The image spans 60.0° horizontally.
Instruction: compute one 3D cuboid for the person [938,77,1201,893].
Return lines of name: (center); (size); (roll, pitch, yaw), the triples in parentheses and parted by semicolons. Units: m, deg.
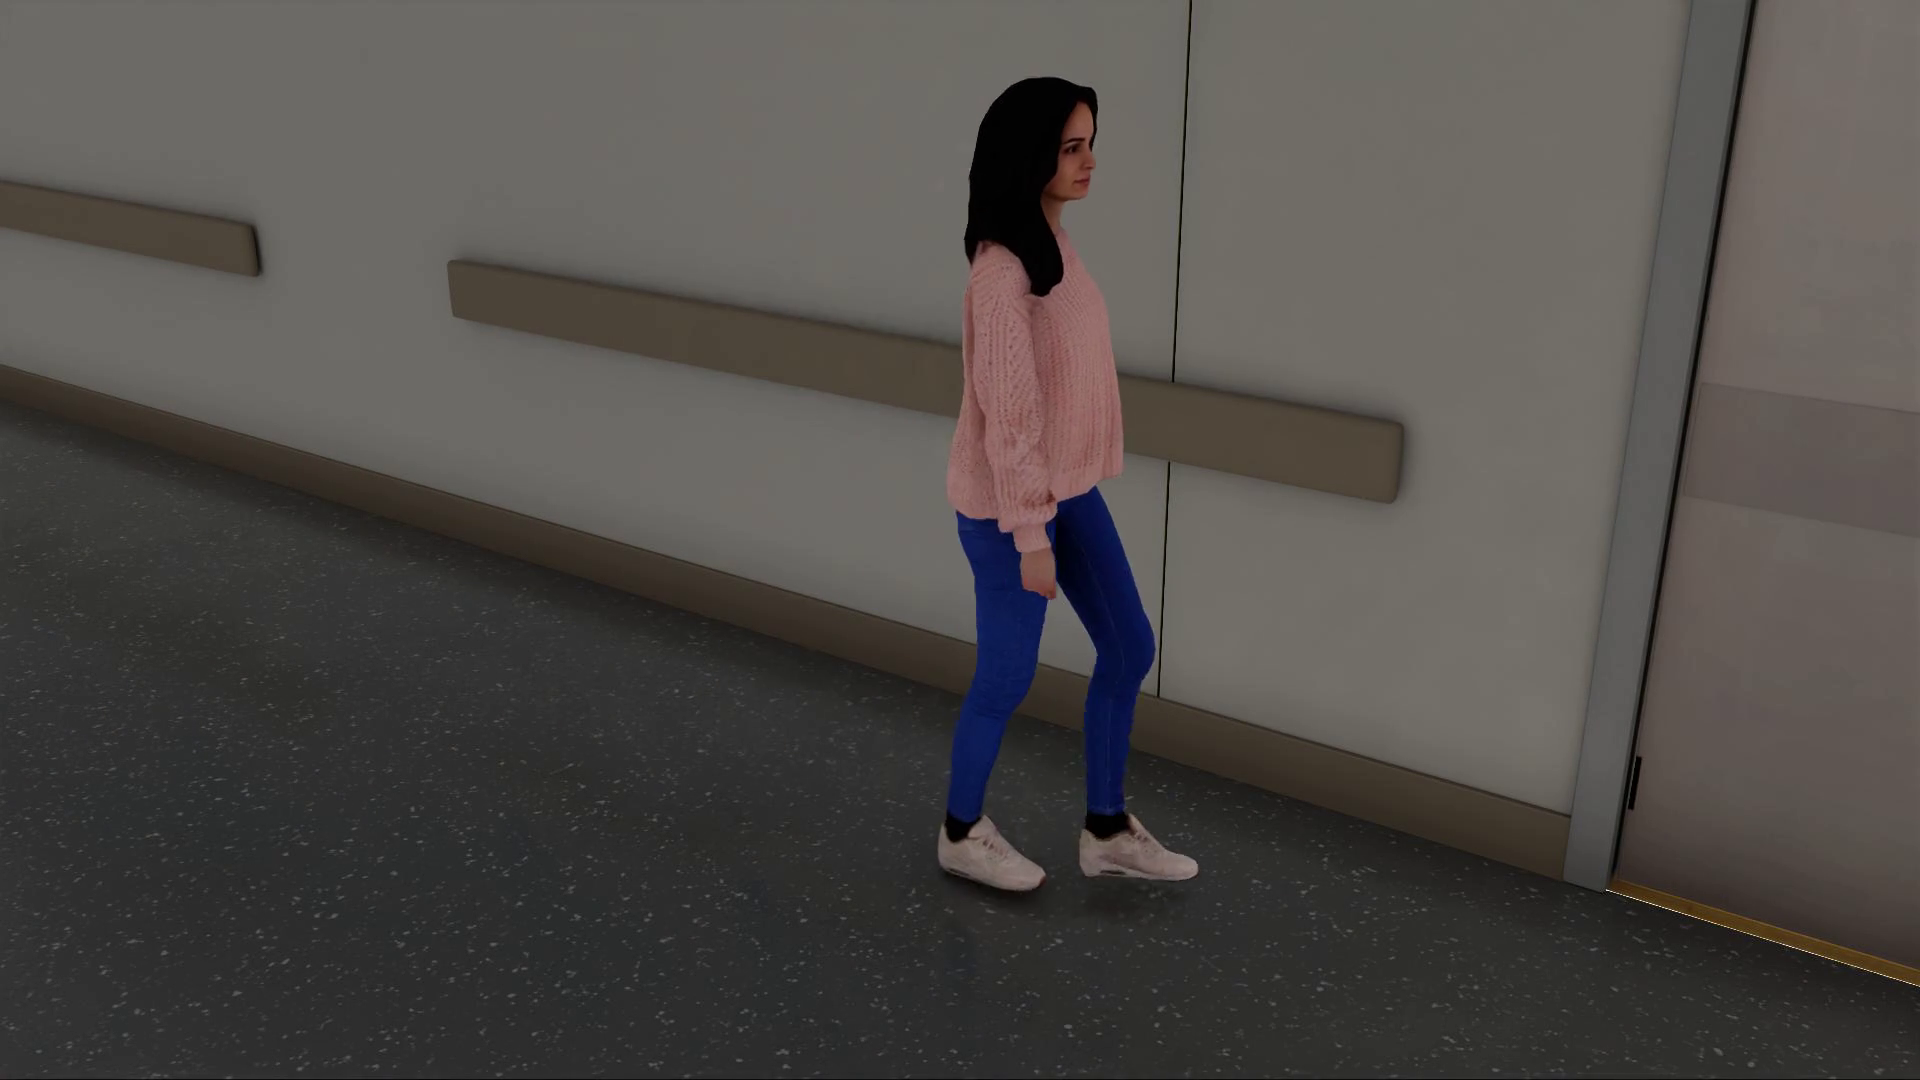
person: (0.065, -0.051, 3.449); (0.800, 1.744, 0.796); (9, 23, 23)
